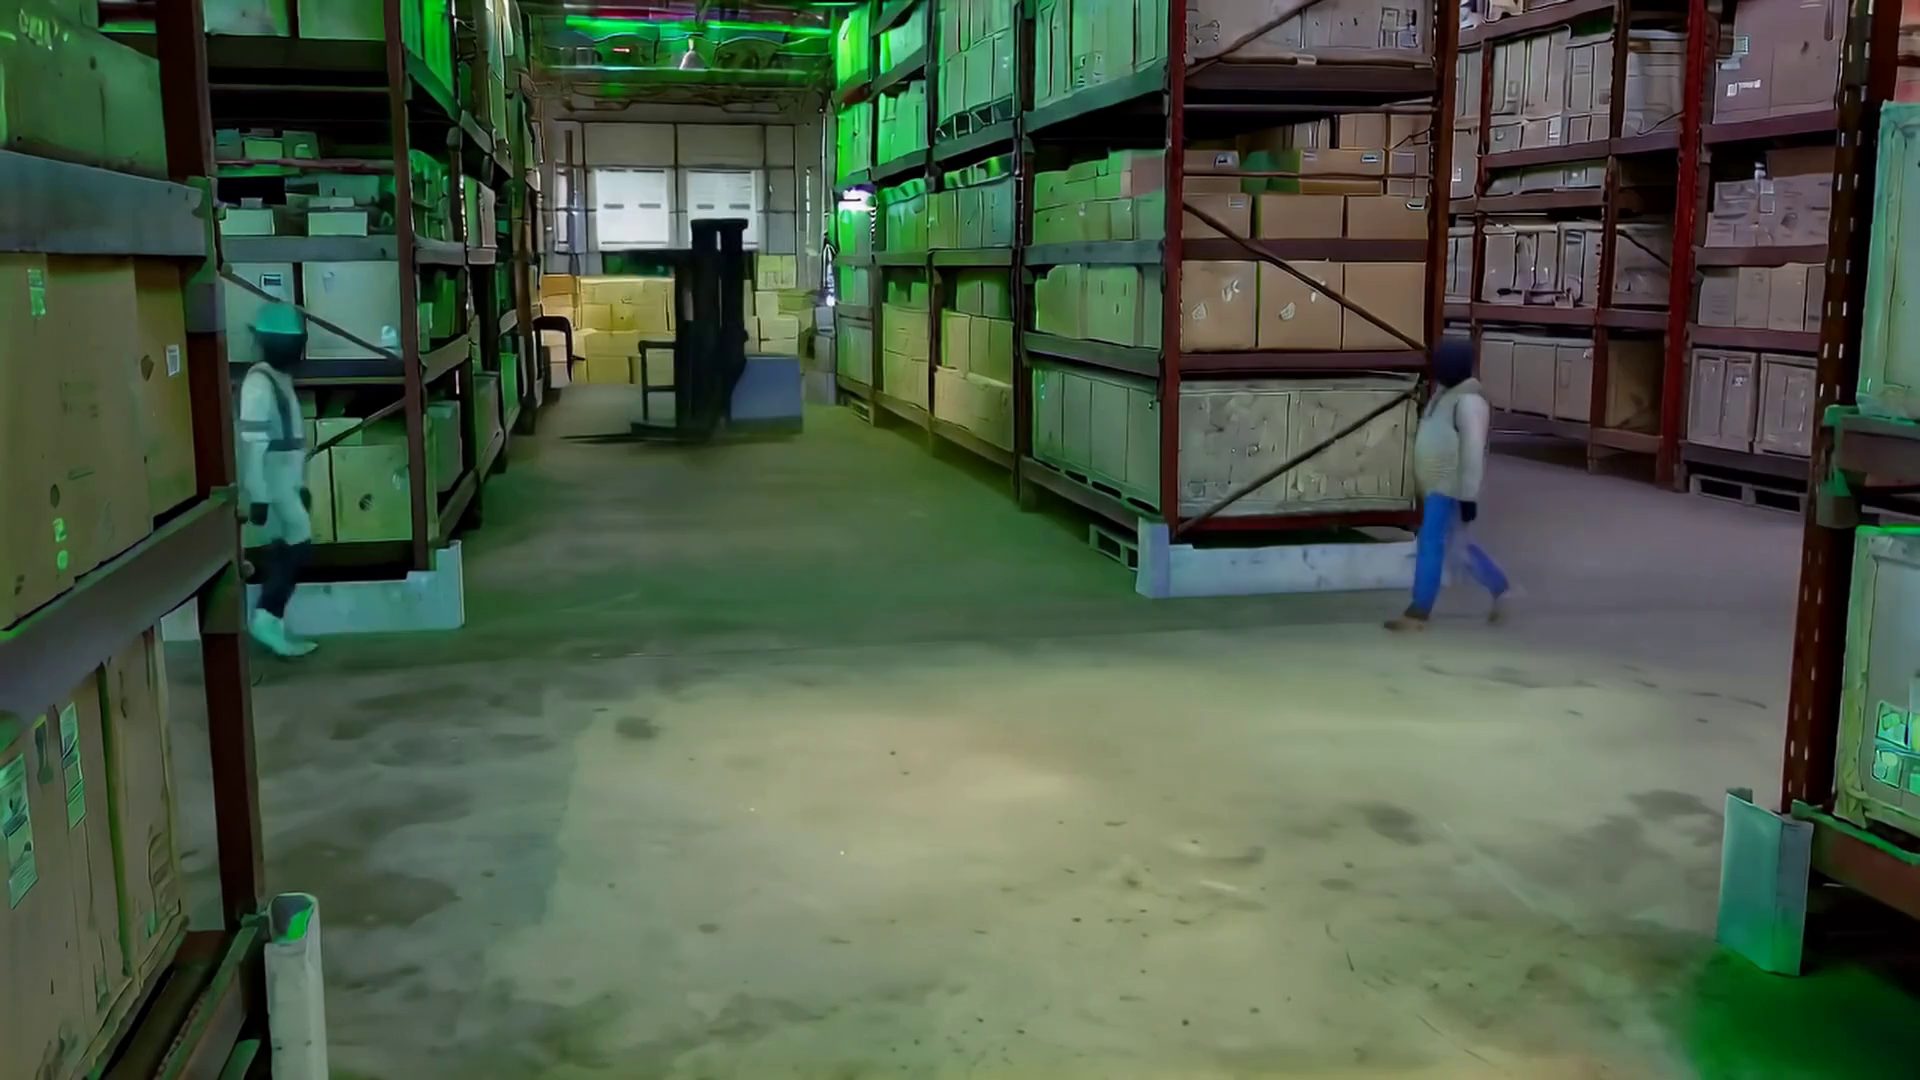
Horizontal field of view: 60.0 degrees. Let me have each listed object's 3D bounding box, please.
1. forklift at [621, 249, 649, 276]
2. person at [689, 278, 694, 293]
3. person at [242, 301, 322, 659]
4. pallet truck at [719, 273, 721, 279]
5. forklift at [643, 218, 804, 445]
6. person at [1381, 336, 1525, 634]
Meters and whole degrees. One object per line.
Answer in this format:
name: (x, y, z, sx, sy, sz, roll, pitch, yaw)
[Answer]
forklift: (-11.119, -8.584, 57.144, 1.129, 2.768, 1.873, -7, 12, -38)
person: (-8.536, -7.550, 53.889, 1.033, 1.890, 0.636, 3, 10, 17)
person: (-3.804, -0.318, 9.351, 0.433, 2.028, 0.603, -3, 10, -16)
pallet truck: (-8.580, -8.986, 62.280, 1.885, 1.965, 0.823, 1, 9, 5)
forklift: (-3.043, -2.681, 21.166, 1.873, 2.768, 1.129, -6, 11, -33)
person: (3.028, -0.324, 10.049, 0.835, 1.817, 0.632, 0, 9, 2)
